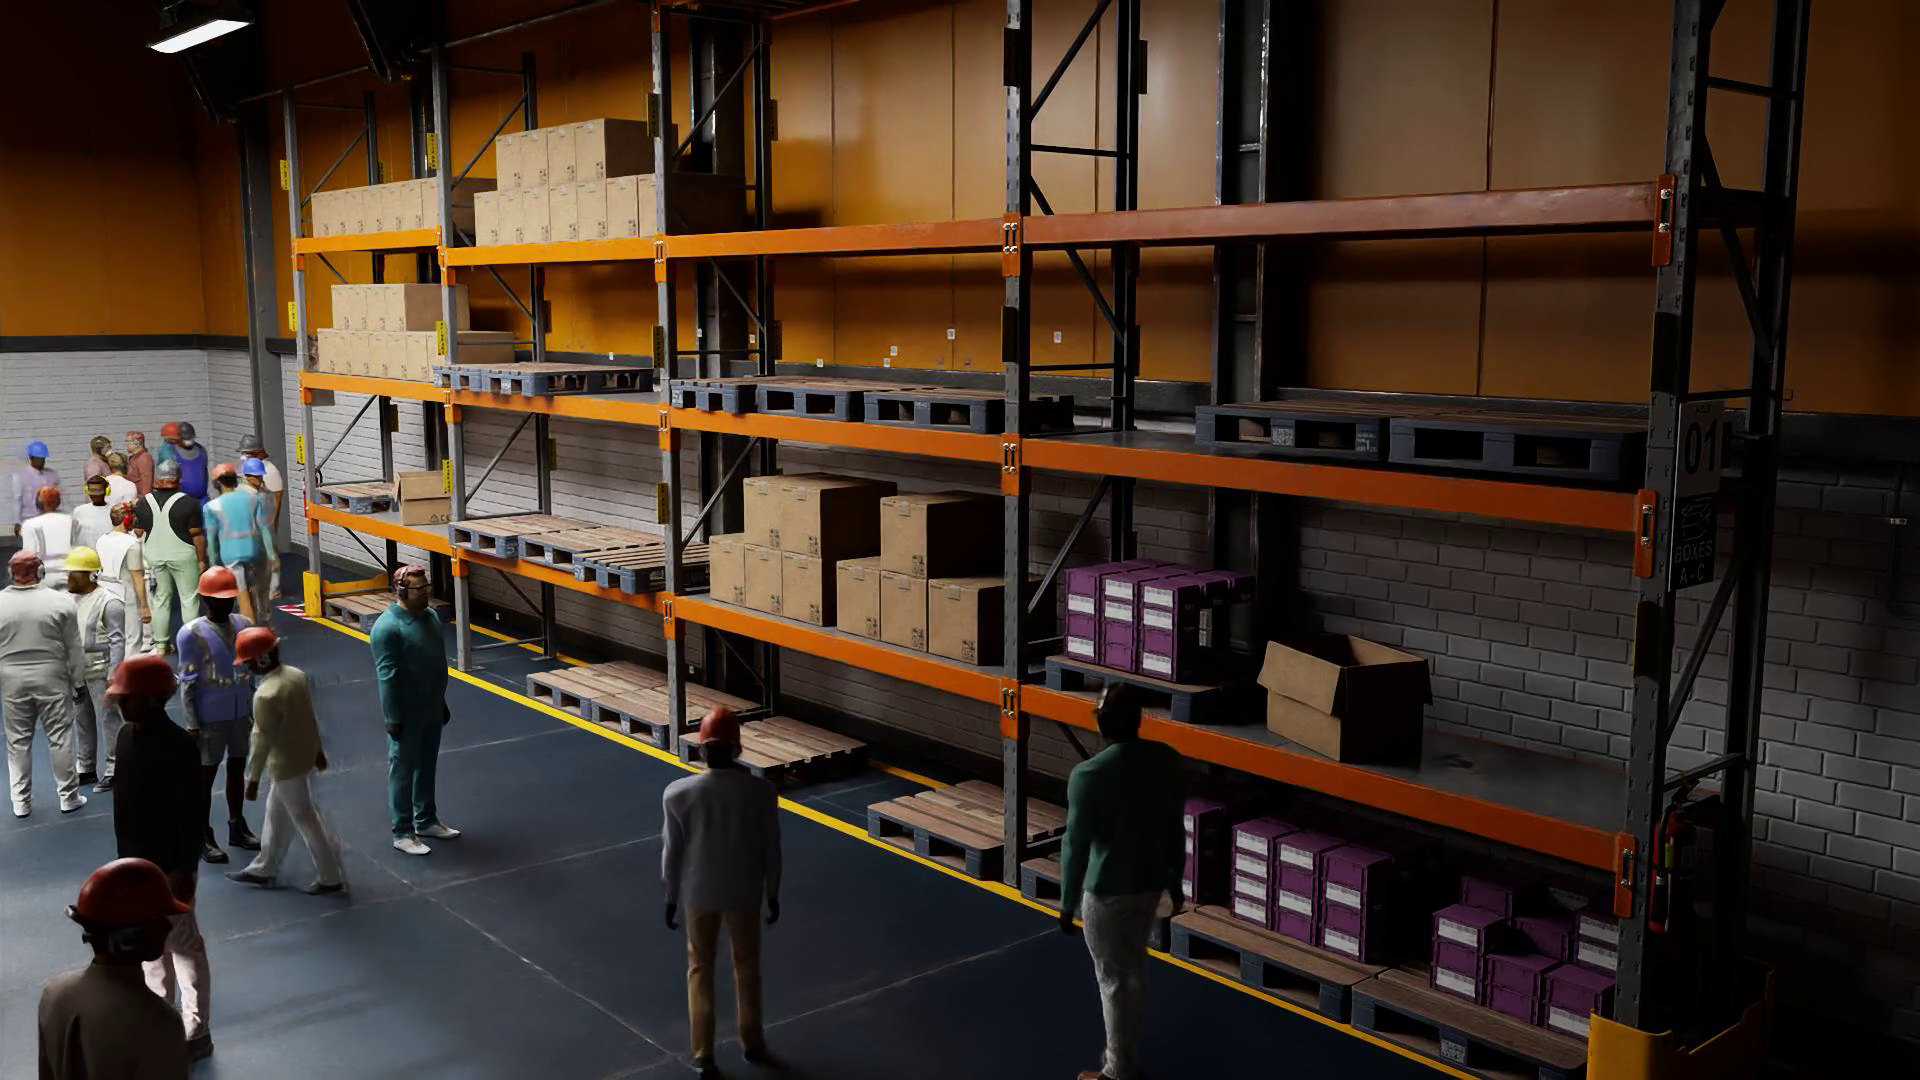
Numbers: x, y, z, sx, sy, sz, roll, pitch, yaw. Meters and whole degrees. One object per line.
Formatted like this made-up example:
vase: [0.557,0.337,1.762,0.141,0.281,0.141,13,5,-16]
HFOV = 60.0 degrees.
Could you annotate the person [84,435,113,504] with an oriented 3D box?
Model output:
person: [-10.995,-0.373,21.298,0.355,1.936,0.635,-3,9,-21]

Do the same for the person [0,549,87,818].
person: [-6.550,1.011,11.793,0.651,1.904,0.403,-3,9,-20]

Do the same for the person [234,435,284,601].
person: [-8.580,-0.274,20.252,0.684,2.000,0.535,6,10,34]

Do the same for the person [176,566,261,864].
person: [-4.805,1.125,10.884,0.376,1.936,0.549,5,9,30]

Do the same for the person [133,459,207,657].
person: [-8.055,0.180,17.091,0.688,2.000,0.539,0,8,0]

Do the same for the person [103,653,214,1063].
person: [-3.847,1.523,7.950,0.618,1.994,0.386,5,10,32]

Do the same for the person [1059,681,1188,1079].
person: [0.731,1.597,7.639,0.648,1.928,0.429,-5,10,-32]

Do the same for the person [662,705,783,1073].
person: [-1.124,1.649,7.906,0.564,1.759,0.348,-1,8,-5]

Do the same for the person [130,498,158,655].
person: [-8.358,0.379,17.101,0.520,1.640,0.307,7,11,42]

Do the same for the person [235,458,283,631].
person: [-7.698,0.067,18.200,0.402,1.945,0.614,3,9,22]

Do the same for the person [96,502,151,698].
person: [-7.573,0.579,15.041,0.566,1.836,0.384,5,10,33]

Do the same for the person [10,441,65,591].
person: [-11.397,-0.264,20.559,0.512,1.930,0.633,5,10,30]

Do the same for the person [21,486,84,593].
person: [-8.961,0.377,16.427,0.997,1.828,0.602,7,11,39]

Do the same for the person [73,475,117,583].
person: [-8.870,0.249,17.226,0.535,1.864,0.312,-5,10,-33]

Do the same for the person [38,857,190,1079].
person: [-2.502,1.938,5.042,0.612,1.991,0.392,5,9,29]

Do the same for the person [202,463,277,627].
person: [-7.535,0.183,17.375,1.066,1.959,0.662,7,11,42]

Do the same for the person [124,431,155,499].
person: [-11.047,-0.515,22.388,0.409,1.907,0.651,-5,10,-32]

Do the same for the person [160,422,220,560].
person: [-10.807,-0.708,23.268,1.051,2.000,0.691,8,11,44]

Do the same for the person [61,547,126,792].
person: [-6.492,0.958,12.390,0.590,1.837,0.404,3,9,19]

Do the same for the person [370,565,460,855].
person: [-3.608,1.113,11.075,0.410,1.909,0.643,2,8,14]

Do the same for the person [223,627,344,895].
person: [-4.179,1.353,10.120,0.843,1.690,0.617,0,8,-3]
